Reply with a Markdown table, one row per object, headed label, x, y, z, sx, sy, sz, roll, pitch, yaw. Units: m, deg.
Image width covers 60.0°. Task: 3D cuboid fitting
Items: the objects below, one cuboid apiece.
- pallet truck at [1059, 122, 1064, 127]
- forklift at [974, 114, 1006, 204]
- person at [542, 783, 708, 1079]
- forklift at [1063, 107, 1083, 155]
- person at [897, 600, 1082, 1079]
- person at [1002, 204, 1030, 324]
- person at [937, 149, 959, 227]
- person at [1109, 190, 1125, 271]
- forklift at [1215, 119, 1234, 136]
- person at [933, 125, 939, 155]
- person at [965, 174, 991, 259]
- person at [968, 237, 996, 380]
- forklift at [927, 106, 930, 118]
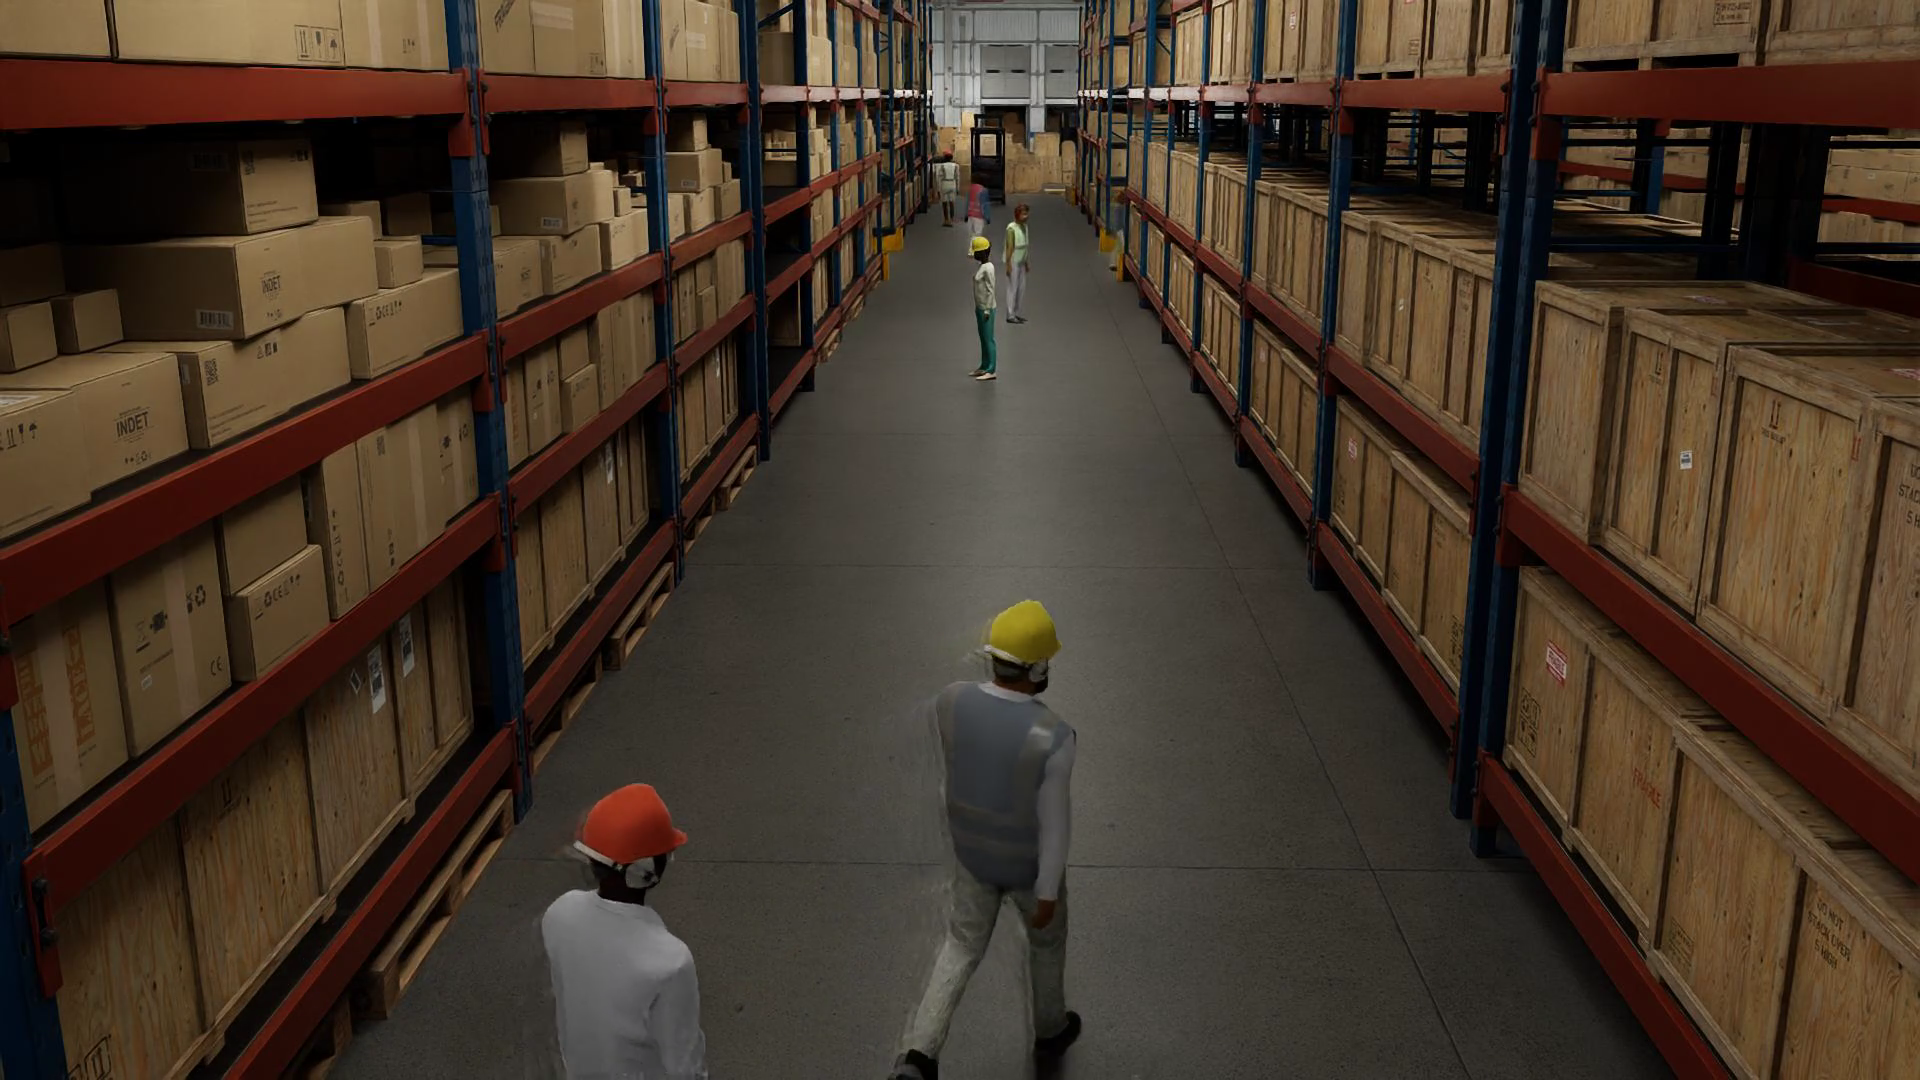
| label | x | y | z | sx | sy | sz | roll | pitch | yaw |
| --- | --- | --- | --- | --- | --- | --- | --- | --- | --- |
| pallet truck | 5.788 | -21.111 | 88.014 | 1.885 | 1.965 | 0.823 | 5 | 16 | 18 |
| forklift | 0.902 | -12.211 | 53.226 | 1.129 | 2.768 | 1.873 | 0 | 15 | 2 |
| person | -0.899 | 1.486 | 4.430 | 0.576 | 1.732 | 0.651 | 13 | 20 | 41 |
| forklift | 5.273 | -18.648 | 77.176 | 1.129 | 2.768 | 1.873 | -7 | 17 | -24 |
| person | 0.124 | 1.089 | 5.801 | 0.581 | 1.796 | 0.862 | 10 | 18 | 32 |
| person | 0.866 | -4.249 | 25.608 | 0.412 | 1.830 | 0.589 | 7 | 17 | 26 |
| person | -0.322 | -9.321 | 44.081 | 0.633 | 2.039 | 0.484 | -6 | 16 | -22 |
| person | 3.287 | -6.103 | 32.919 | 0.775 | 1.599 | 0.526 | 7 | 17 | 26 |
| forklift | 6.726 | -9.628 | 43.613 | 1.873 | 2.768 | 1.129 | -8 | 17 | -26 |
| person | -1.095 | -20.827 | 87.238 | 0.910 | 1.838 | 0.710 | 13 | 20 | 40 |
| person | 0.373 | -6.906 | 35.530 | 0.530 | 1.804 | 0.645 | -8 | 17 | -27 |
| person | 0.280 | -2.859 | 20.560 | 0.327 | 1.760 | 0.523 | -4 | 15 | -14 |
| forklift | -1.918 | -21.452 | 87.607 | 1.129 | 2.768 | 1.873 | 0 | 15 | 2 |
